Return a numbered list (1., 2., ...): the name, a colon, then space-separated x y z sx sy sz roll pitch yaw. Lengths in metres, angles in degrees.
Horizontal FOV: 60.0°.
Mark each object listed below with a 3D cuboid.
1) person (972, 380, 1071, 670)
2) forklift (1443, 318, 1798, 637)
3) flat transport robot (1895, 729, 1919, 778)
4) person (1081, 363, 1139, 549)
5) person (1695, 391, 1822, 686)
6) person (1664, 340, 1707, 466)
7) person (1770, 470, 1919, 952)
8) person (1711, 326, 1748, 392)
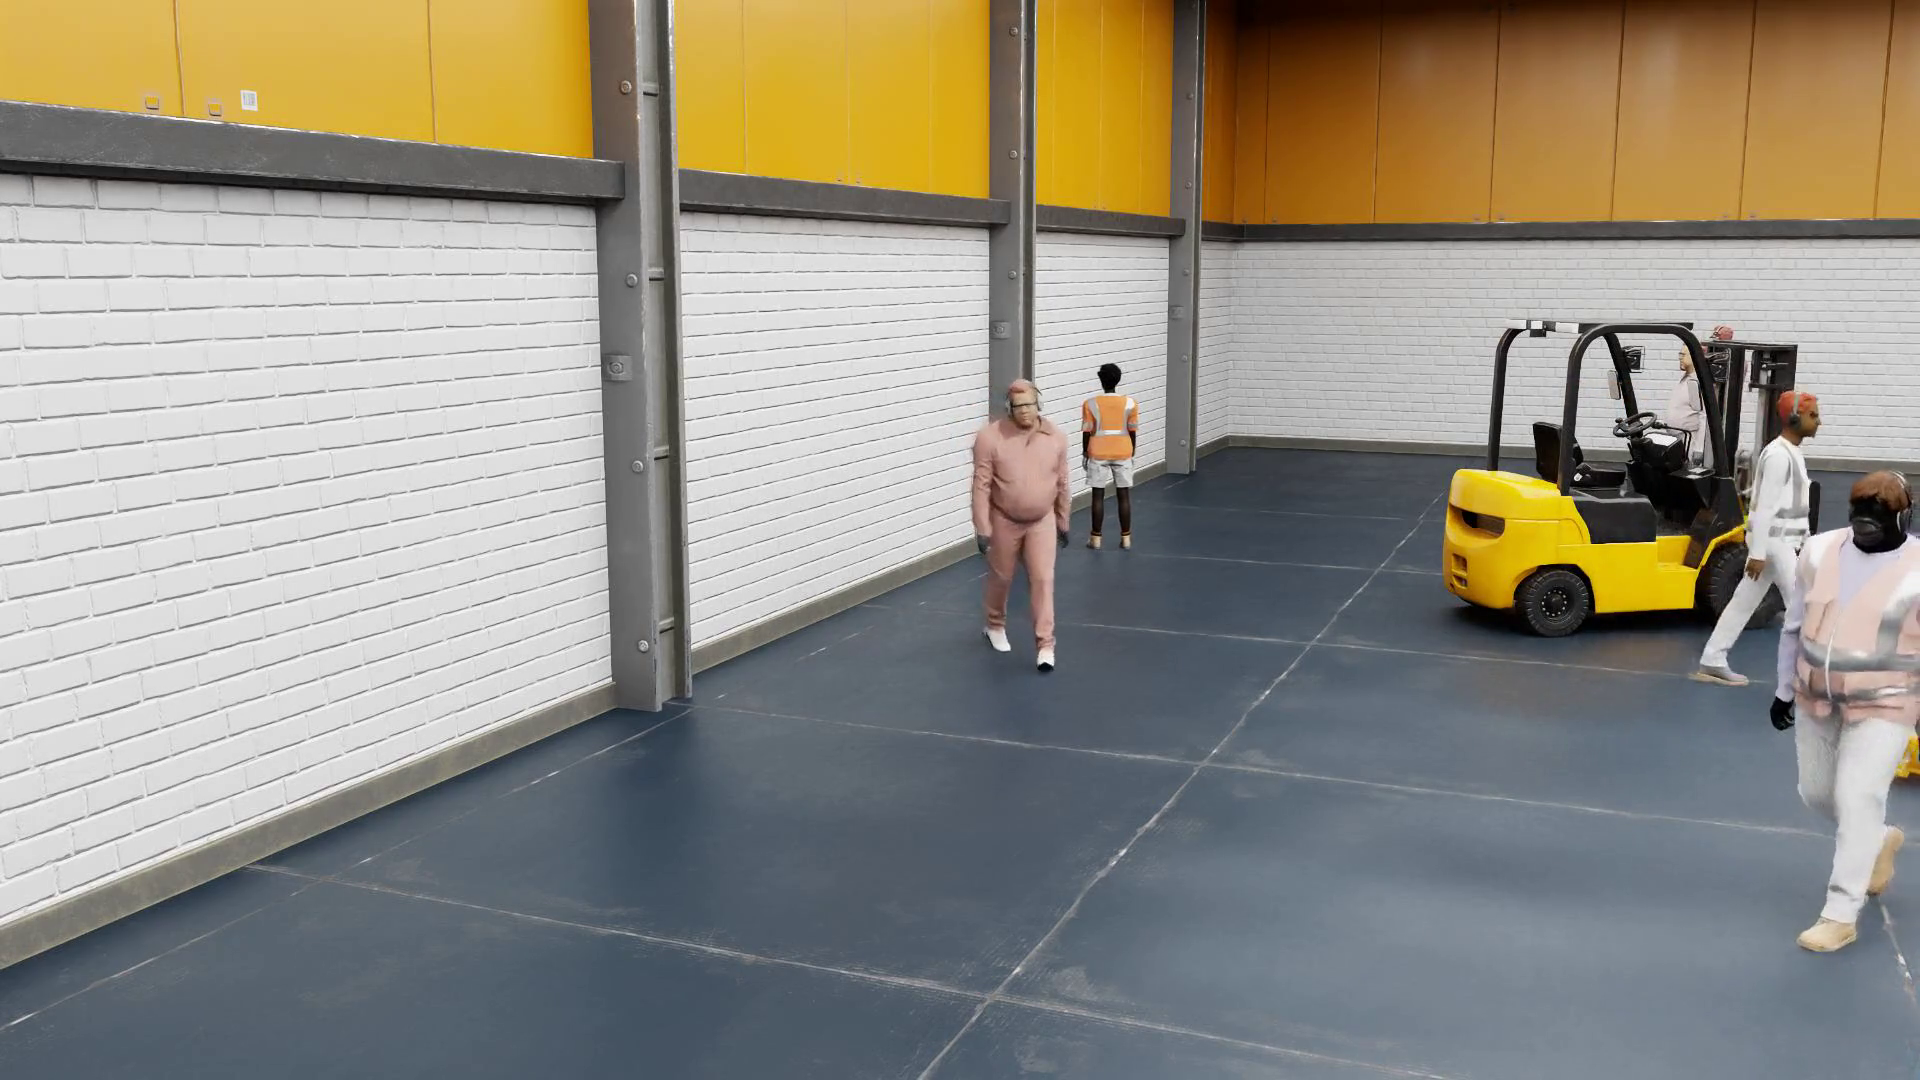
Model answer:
1. person: 0.401 -0.114 10.757 0.691 1.859 1.015 -2 10 -10
2. forklift: 4.706 -0.497 11.990 2.313 2.155 1.214 -2 10 -10
3. flat transport robot: 5.286 1.101 8.117 1.431 0.197 0.652 9 13 43
4. person: 1.354 -0.753 15.076 0.532 1.694 0.320 -1 9 -3
5. person: 4.947 0.029 9.924 1.015 1.823 0.601 5 11 30
6. person: 6.607 -0.870 15.120 0.409 1.907 0.651 0 9 2
7. person: 3.486 0.618 6.375 0.755 1.818 0.627 -5 11 -29
8. person: 8.357 -1.409 18.389 0.639 1.908 0.409 -5 11 -28
